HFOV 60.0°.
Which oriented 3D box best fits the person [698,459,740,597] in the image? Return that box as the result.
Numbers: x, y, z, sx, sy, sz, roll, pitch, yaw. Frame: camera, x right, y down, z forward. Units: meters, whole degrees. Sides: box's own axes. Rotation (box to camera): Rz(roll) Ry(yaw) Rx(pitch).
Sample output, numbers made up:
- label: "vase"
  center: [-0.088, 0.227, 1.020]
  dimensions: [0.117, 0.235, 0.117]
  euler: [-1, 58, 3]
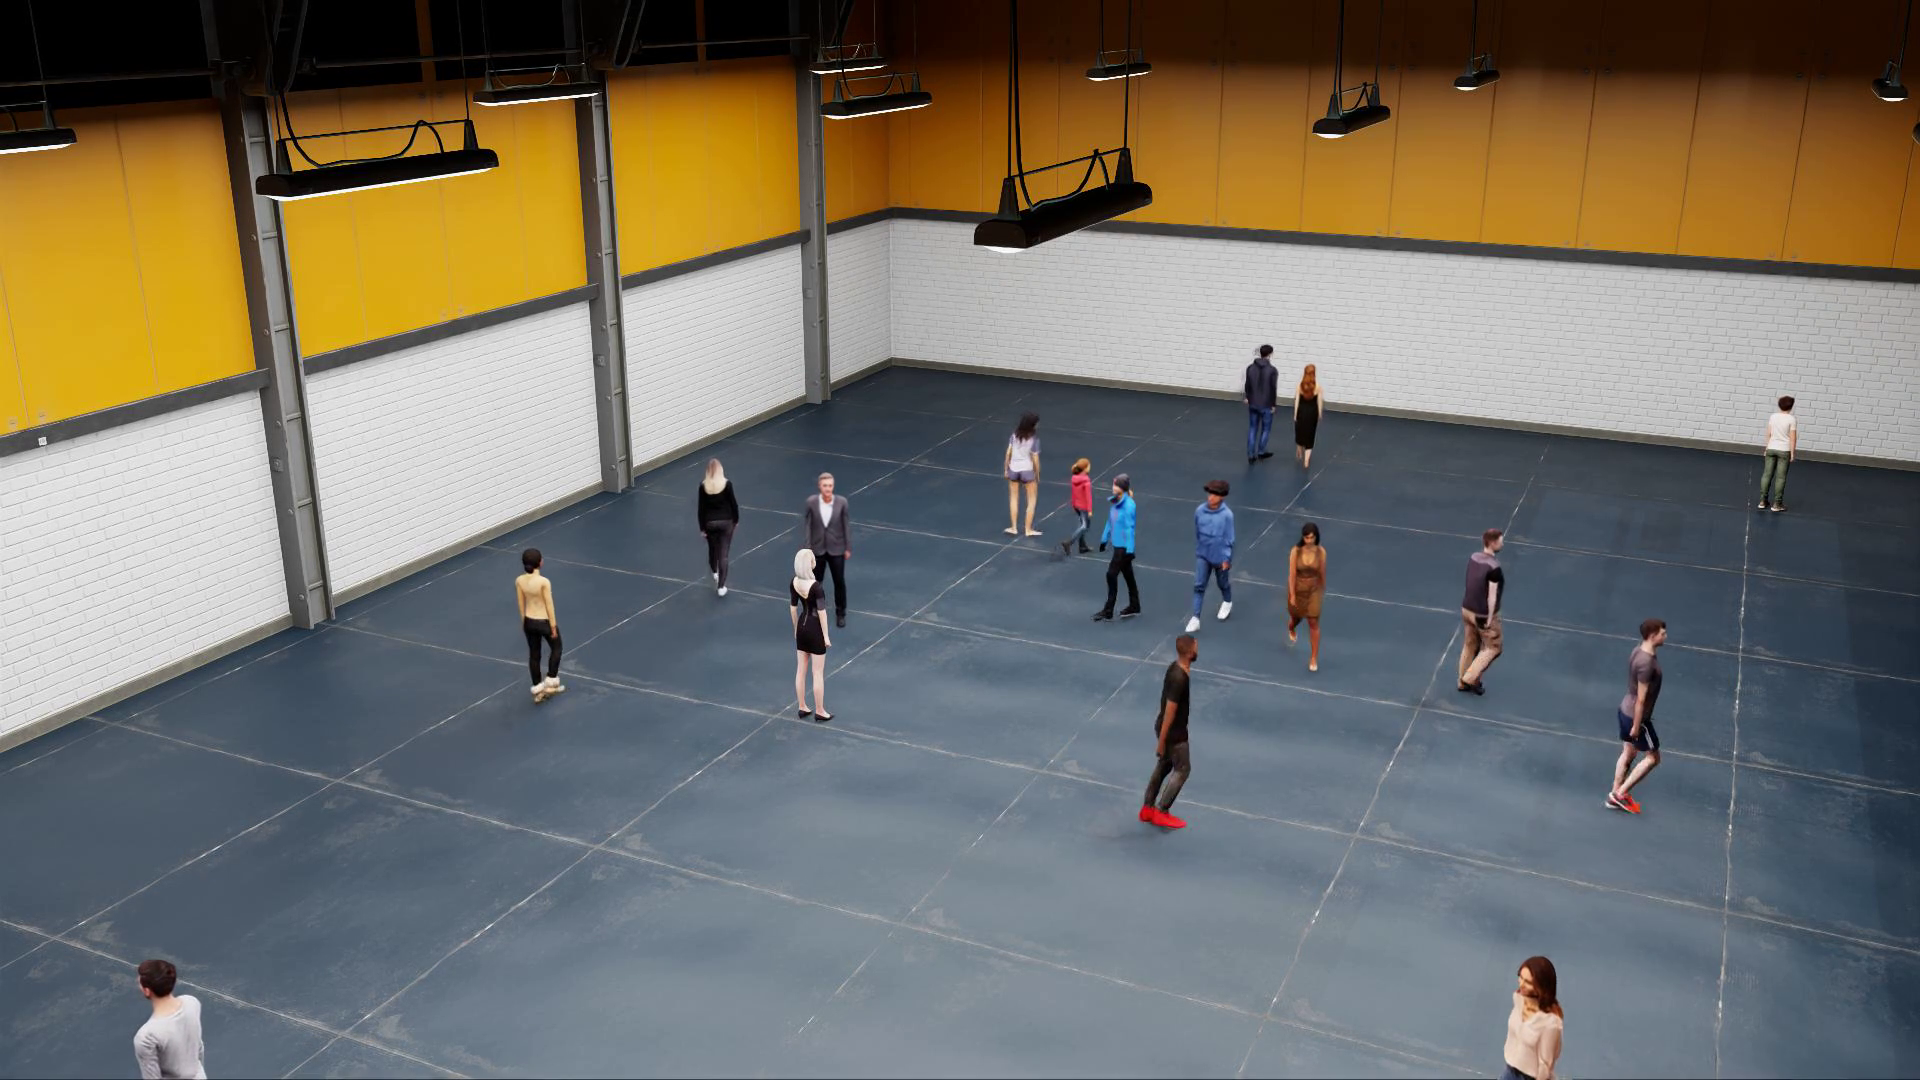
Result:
- label: "person"
  center: [-2.940, -0.122, 20.228]
  dimensions: [0.932, 1.651, 1.146]
  euler: [0, 19, -1]

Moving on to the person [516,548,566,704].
- label: "person"
  center: [-4.392, 0.903, 17.187]
  dimensions: [0.664, 1.650, 0.649]
  euler: [6, 20, 17]

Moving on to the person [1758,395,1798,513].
- label: "person"
  center: [11.599, -1.243, 23.554]
  dimensions: [0.657, 1.654, 0.643]
  euler: [-15, 24, -37]

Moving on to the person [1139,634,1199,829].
- label: "person"
  center: [1.792, 1.704, 14.619]
  dimensions: [0.854, 1.772, 0.769]
  euler: [4, 19, 11]

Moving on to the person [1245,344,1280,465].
- label: "person"
  center: [4.622, -2.074, 25.704]
  dimensions: [0.739, 1.857, 0.828]
  euler: [9, 20, 24]

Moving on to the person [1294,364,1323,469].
- label: "person"
  center: [5.335, -1.870, 25.520]
  dimensions: [0.720, 1.587, 1.074]
  euler: [4, 19, 11]

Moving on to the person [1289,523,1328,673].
- label: "person"
  center: [3.741, 0.581, 18.143]
  dimensions: [0.801, 1.651, 1.069]
  euler: [0, 19, 0]

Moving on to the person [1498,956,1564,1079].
- label: "person"
  center: [3.505, 3.276, 9.994]
  dimensions: [1.146, 1.743, 1.112]
  euler: [-6, 19, -16]

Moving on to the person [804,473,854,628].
- label: "person"
  center: [-1.550, 0.090, 19.309]
  dimensions: [0.828, 1.837, 0.818]
  euler: [-1, 19, -4]

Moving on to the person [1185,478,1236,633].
- label: "person"
  center: [2.983, 0.146, 19.250]
  dimensions: [0.763, 1.769, 1.179]
  euler: [11, 22, 31]

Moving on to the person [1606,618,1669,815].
- label: "person"
  center: [5.979, 1.570, 14.912]
  dimensions: [0.769, 1.838, 0.637]
  euler: [4, 19, 11]

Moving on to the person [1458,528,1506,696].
- label: "person"
  center: [5.350, 0.760, 17.344]
  dimensions: [0.890, 1.822, 0.830]
  euler: [-7, 20, -19]

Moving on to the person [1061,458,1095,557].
- label: "person"
  center: [1.538, -0.405, 21.613]
  dimensions: [0.843, 1.304, 0.765]
  euler: [-9, 20, -24]

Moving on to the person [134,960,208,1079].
- label: "person"
  center: [-4.595, 3.285, 9.805]
  dimensions: [0.717, 1.847, 0.523]
  euler: [5, 19, 14]

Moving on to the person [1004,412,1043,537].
- label: "person"
  center: [0.799, -0.901, 22.444]
  dimensions: [0.715, 1.714, 0.523]
  euler: [2, 19, 5]

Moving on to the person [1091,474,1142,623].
- label: "person"
  center: [1.986, 0.083, 19.427]
  dimensions: [0.987, 1.774, 0.957]
  euler: [-4, 19, -11]

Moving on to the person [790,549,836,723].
- label: "person"
  center: [-1.510, 0.954, 16.754]
  dimensions: [0.606, 1.829, 0.544]
  euler: [12, 22, 32]
